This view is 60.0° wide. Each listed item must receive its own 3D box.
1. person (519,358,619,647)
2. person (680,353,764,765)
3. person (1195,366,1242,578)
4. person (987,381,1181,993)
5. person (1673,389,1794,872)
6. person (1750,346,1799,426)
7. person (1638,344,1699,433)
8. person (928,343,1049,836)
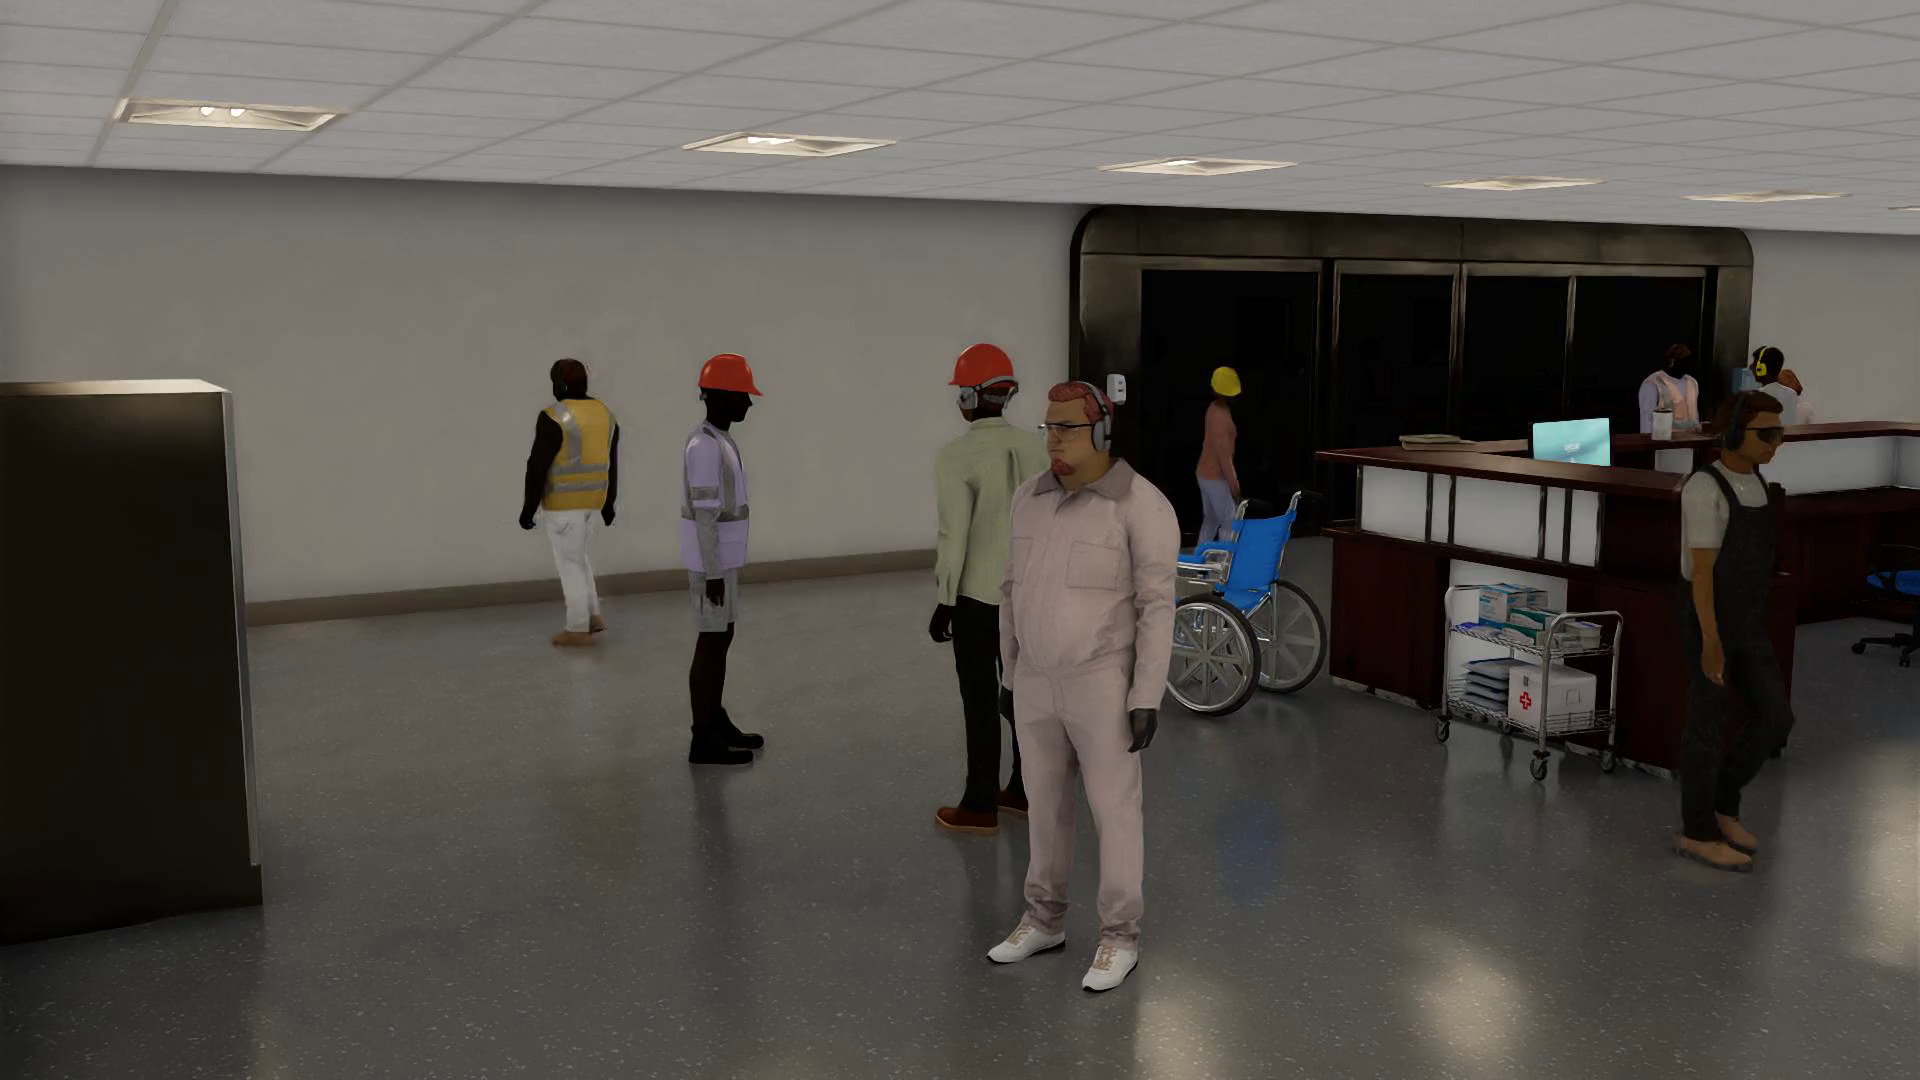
[{"bbox_3d":[-2.483,-0.230,10.514,0.509,1.827,0.636,4,9,27],"label":"person"},{"bbox_3d":[-1.116,0.088,7.850,0.390,1.929,0.545,0,8,1],"label":"person"},{"bbox_3d":[1.986,-0.458,12.561,0.405,1.717,0.555,0,8,1],"label":"person"},{"bbox_3d":[0.365,0.454,5.279,0.641,1.908,0.407,6,10,39],"label":"person"},{"bbox_3d":[2.911,0.347,6.296,0.526,1.830,0.391,-5,9,-31],"label":"person"},{"bbox_3d":[6.128,-0.539,12.651,0.506,1.860,0.327,-3,9,-24],"label":"person"},{"bbox_3d":[6.371,-0.842,14.952,0.628,1.832,0.432,-4,9,-25],"label":"person"},{"bbox_3d":[0.110,0.201,6.785,0.393,1.995,0.612,8,11,44],"label":"person"}]
